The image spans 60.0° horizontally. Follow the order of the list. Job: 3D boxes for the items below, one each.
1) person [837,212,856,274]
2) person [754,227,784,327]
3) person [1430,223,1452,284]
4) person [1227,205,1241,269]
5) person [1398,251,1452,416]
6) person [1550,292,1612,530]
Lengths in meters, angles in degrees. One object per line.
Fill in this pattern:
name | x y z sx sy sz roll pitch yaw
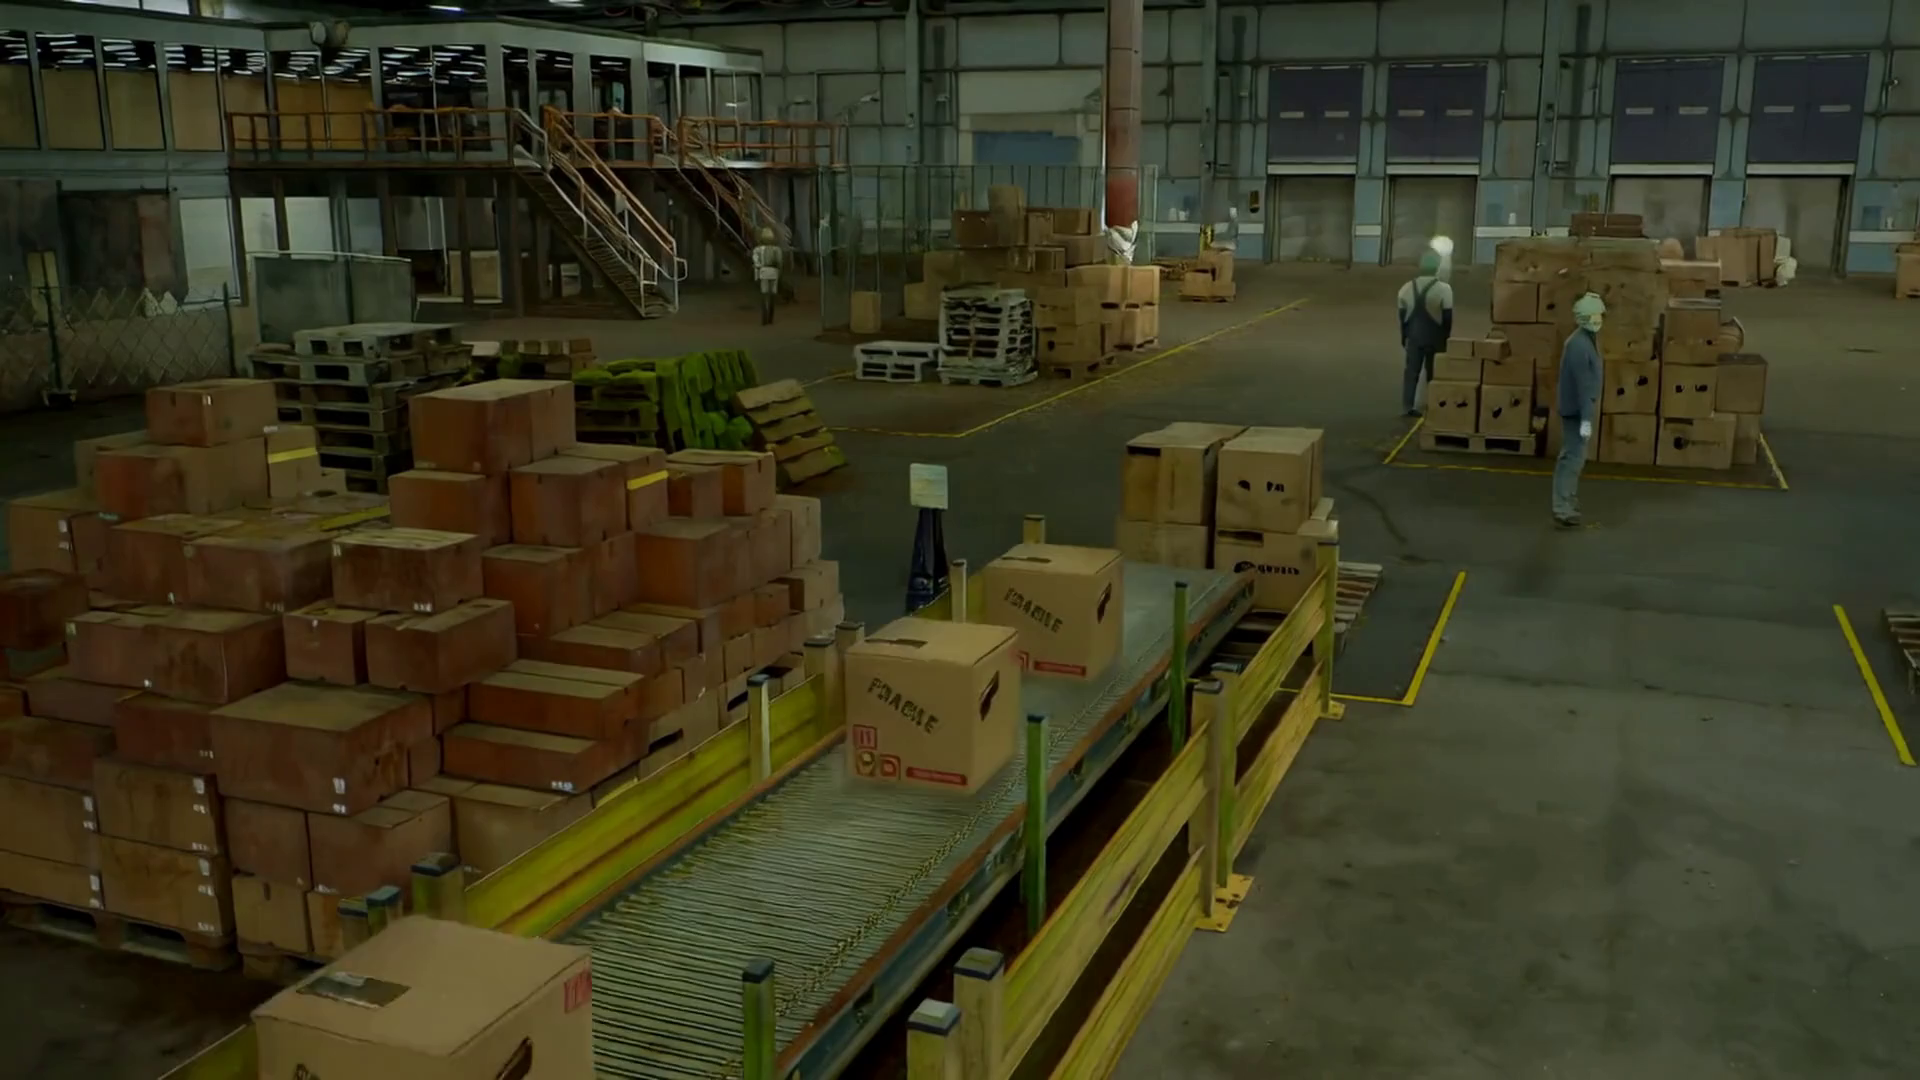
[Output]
person | -3.316 -8.590 48.141 0.719 1.816 0.644 7 14 29
person | -3.678 -5.072 32.166 0.548 1.899 0.923 -3 13 -14
person | 9.866 -5.627 34.623 0.659 1.902 0.942 -9 15 -34
person | 8.325 -9.204 50.605 0.429 1.933 0.645 9 15 35
person | 5.741 -2.524 20.405 0.682 2.000 0.537 11 17 41
person | 5.251 -1.093 14.089 0.379 1.996 0.610 2 13 7
